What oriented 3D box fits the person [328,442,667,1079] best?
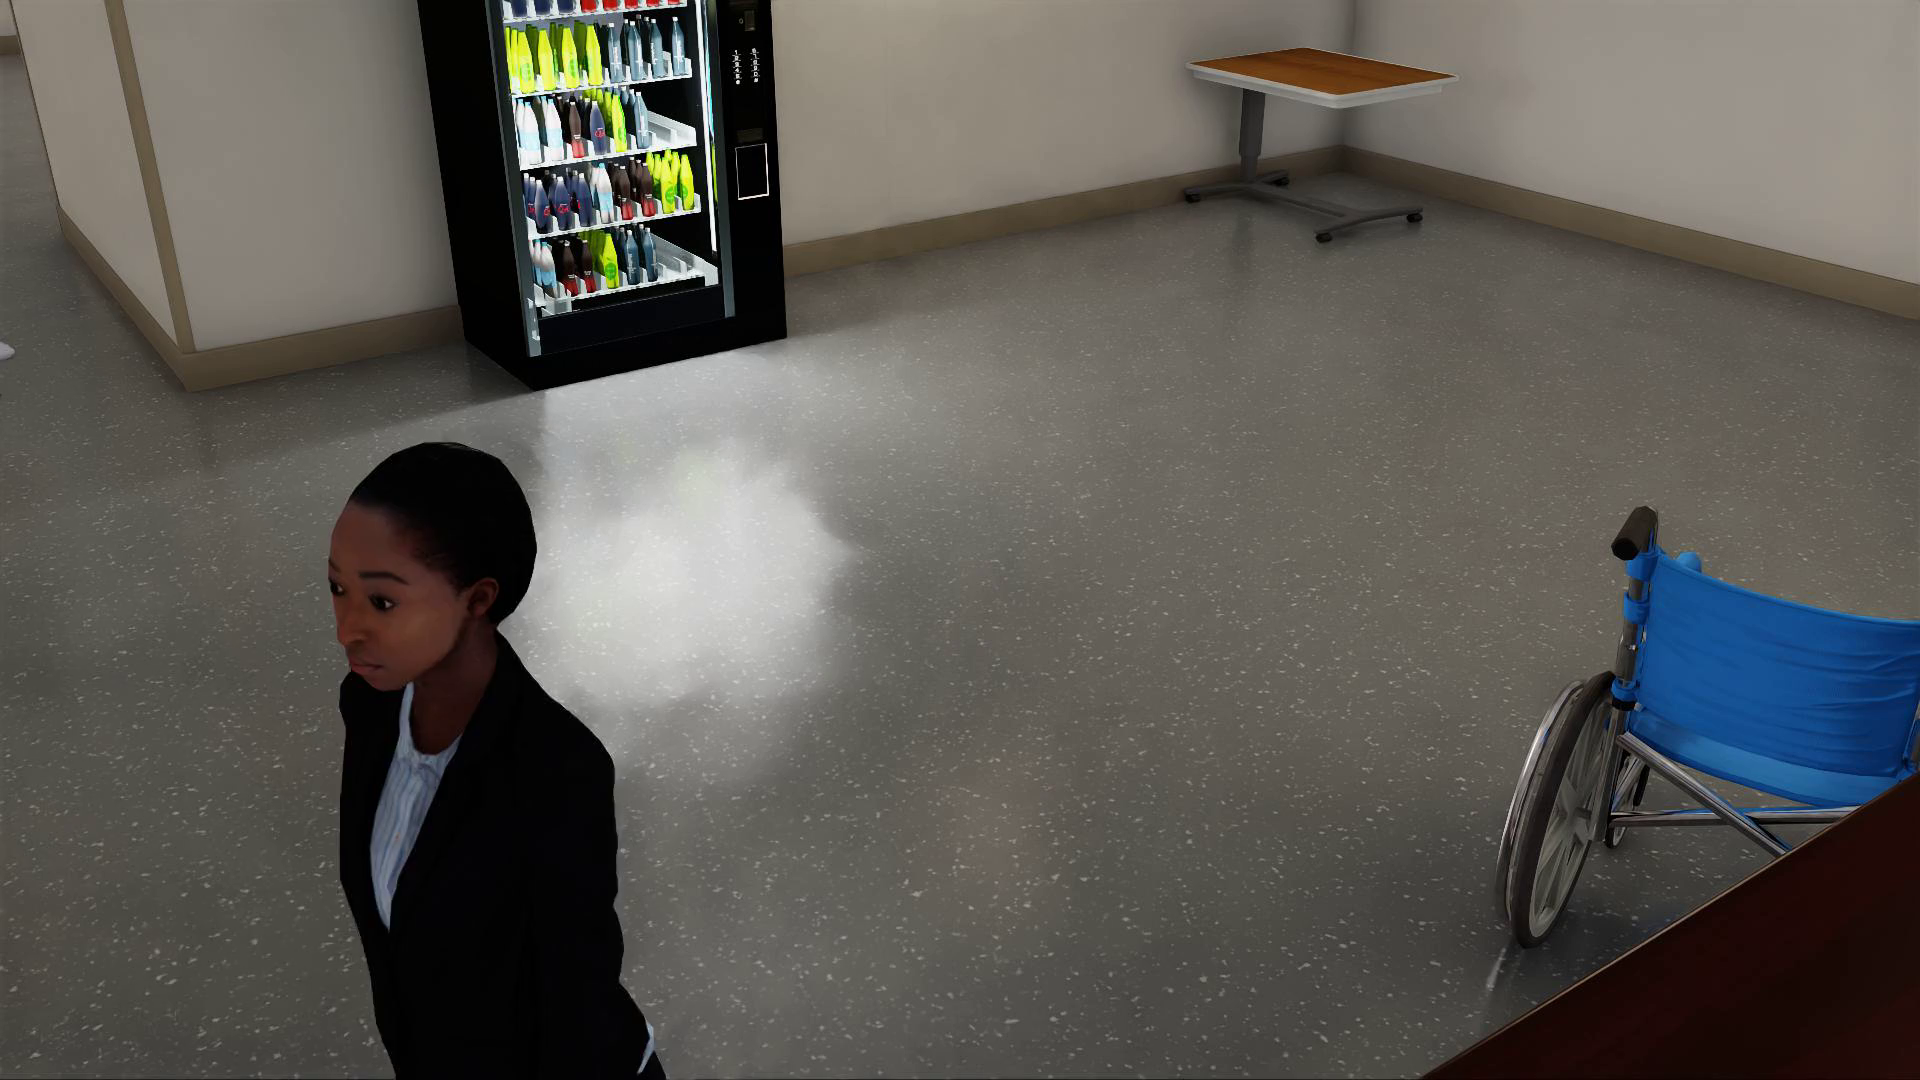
[{"bbox_3d":[-0.475,0.725,2.124,0.911,1.784,1.213,15,30,29],"label":"person"}]
